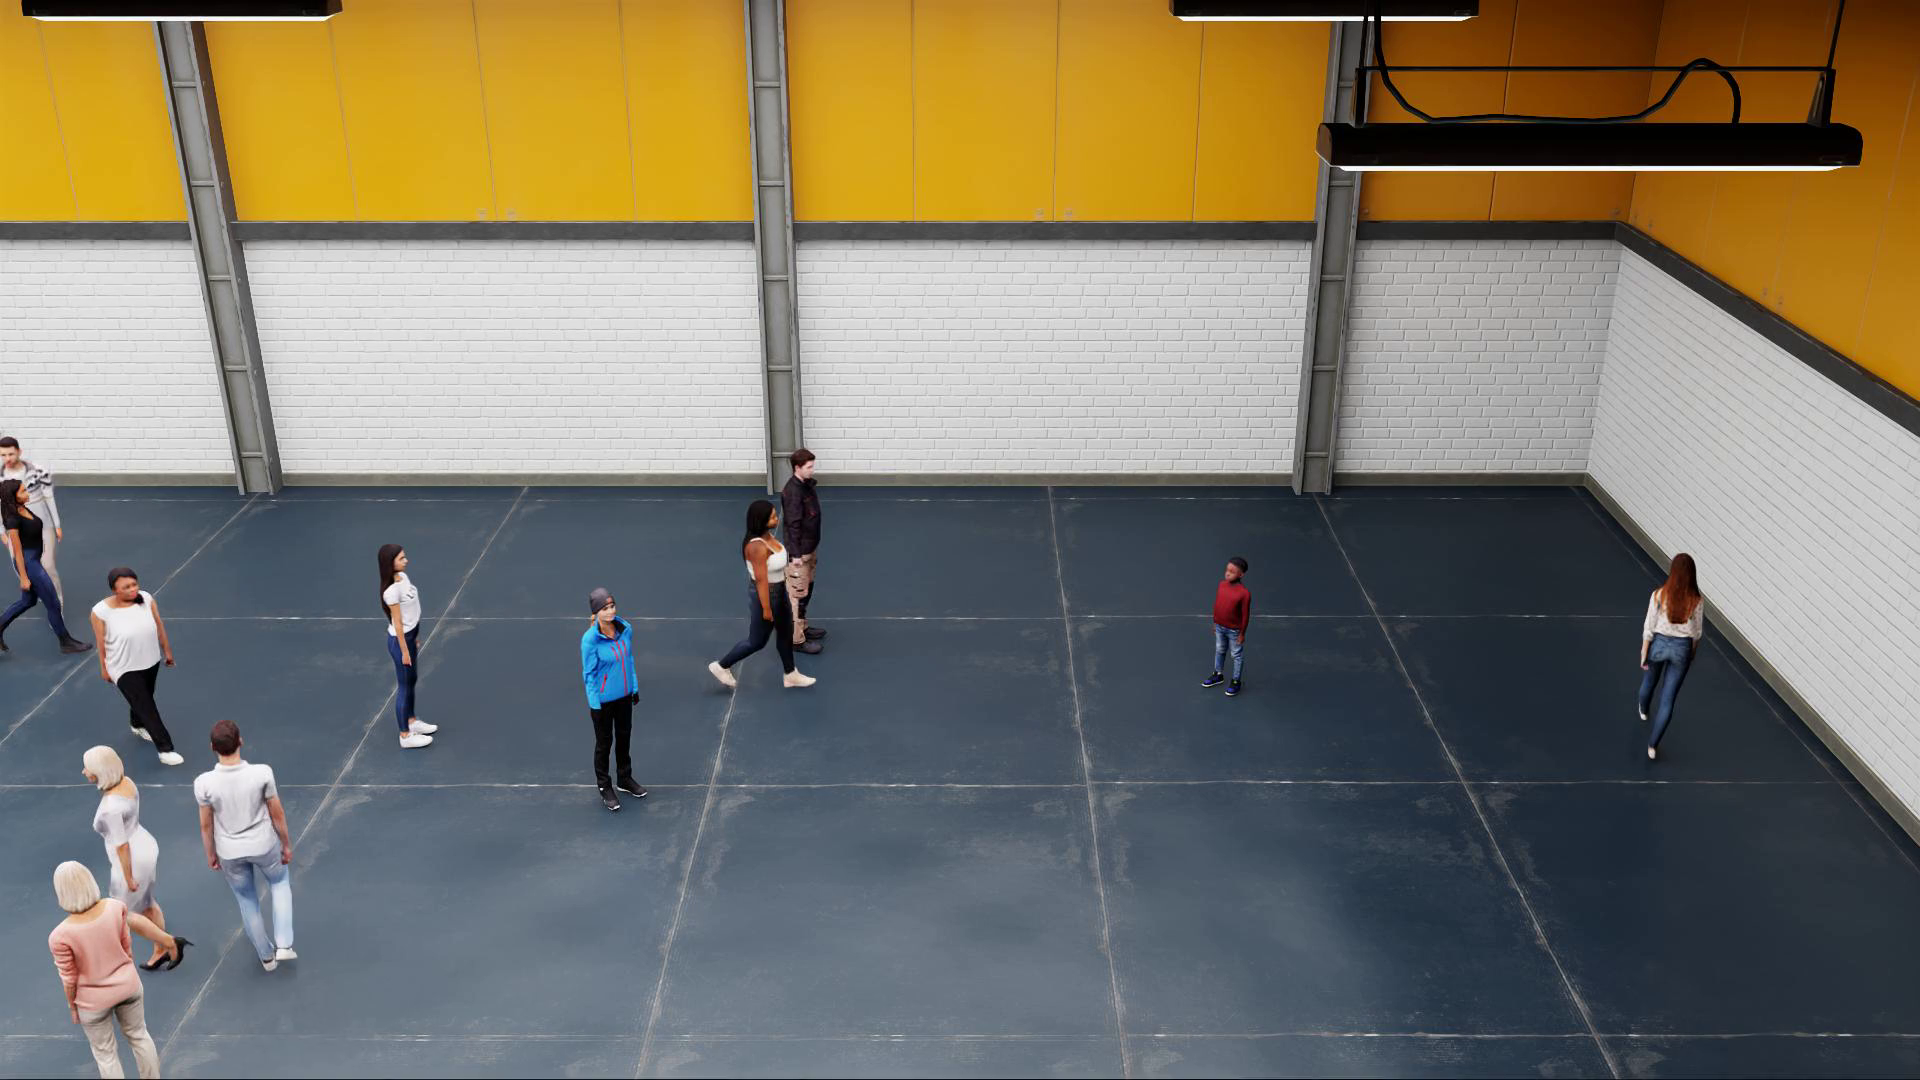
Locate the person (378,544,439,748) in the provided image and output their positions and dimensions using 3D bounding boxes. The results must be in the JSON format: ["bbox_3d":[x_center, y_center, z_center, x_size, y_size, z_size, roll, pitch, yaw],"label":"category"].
[{"bbox_3d":[-4.545,0.846,13.541,0.551,1.774,0.609,-4,24,-9],"label":"person"}]

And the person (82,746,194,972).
[{"bbox_3d":[-5.272,2.078,10.771,0.680,1.736,0.614,-3,24,-6],"label":"person"}]

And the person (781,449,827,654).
[{"bbox_3d":[-1.445,0.075,15.123,0.614,1.921,0.709,2,24,4],"label":"person"}]

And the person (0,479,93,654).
[{"bbox_3d":[-8.427,0.282,14.909,1.159,1.713,0.769,-6,24,-14],"label":"person"}]

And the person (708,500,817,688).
[{"bbox_3d":[-1.762,0.512,14.302,1.141,1.777,0.654,1,24,2],"label":"person"}]

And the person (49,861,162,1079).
[{"bbox_3d":[-4.926,2.595,9.602,0.700,1.724,0.670,16,28,33],"label":"person"}]

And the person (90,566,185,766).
[{"bbox_3d":[-6.674,0.975,13.411,1.207,1.643,1.029,14,27,29],"label":"person"}]

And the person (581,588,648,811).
[{"bbox_3d":[-2.670,1.194,12.716,0.733,1.797,0.689,19,30,37],"label":"person"}]

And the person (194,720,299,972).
[{"bbox_3d":[-4.585,2.043,10.722,0.797,1.840,0.862,-10,25,-21],"label":"person"}]

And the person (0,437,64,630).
[{"bbox_3d":[-8.764,-0.130,15.698,1.044,1.836,0.951,-8,25,-18],"label":"person"}]

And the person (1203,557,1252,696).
[{"bbox_3d":[2.357,0.724,14.468,0.644,1.256,0.585,-21,31,-40],"label":"person"}]

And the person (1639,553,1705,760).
[{"bbox_3d":[5.705,0.959,13.386,1.083,1.691,0.963,12,26,25],"label":"person"}]
